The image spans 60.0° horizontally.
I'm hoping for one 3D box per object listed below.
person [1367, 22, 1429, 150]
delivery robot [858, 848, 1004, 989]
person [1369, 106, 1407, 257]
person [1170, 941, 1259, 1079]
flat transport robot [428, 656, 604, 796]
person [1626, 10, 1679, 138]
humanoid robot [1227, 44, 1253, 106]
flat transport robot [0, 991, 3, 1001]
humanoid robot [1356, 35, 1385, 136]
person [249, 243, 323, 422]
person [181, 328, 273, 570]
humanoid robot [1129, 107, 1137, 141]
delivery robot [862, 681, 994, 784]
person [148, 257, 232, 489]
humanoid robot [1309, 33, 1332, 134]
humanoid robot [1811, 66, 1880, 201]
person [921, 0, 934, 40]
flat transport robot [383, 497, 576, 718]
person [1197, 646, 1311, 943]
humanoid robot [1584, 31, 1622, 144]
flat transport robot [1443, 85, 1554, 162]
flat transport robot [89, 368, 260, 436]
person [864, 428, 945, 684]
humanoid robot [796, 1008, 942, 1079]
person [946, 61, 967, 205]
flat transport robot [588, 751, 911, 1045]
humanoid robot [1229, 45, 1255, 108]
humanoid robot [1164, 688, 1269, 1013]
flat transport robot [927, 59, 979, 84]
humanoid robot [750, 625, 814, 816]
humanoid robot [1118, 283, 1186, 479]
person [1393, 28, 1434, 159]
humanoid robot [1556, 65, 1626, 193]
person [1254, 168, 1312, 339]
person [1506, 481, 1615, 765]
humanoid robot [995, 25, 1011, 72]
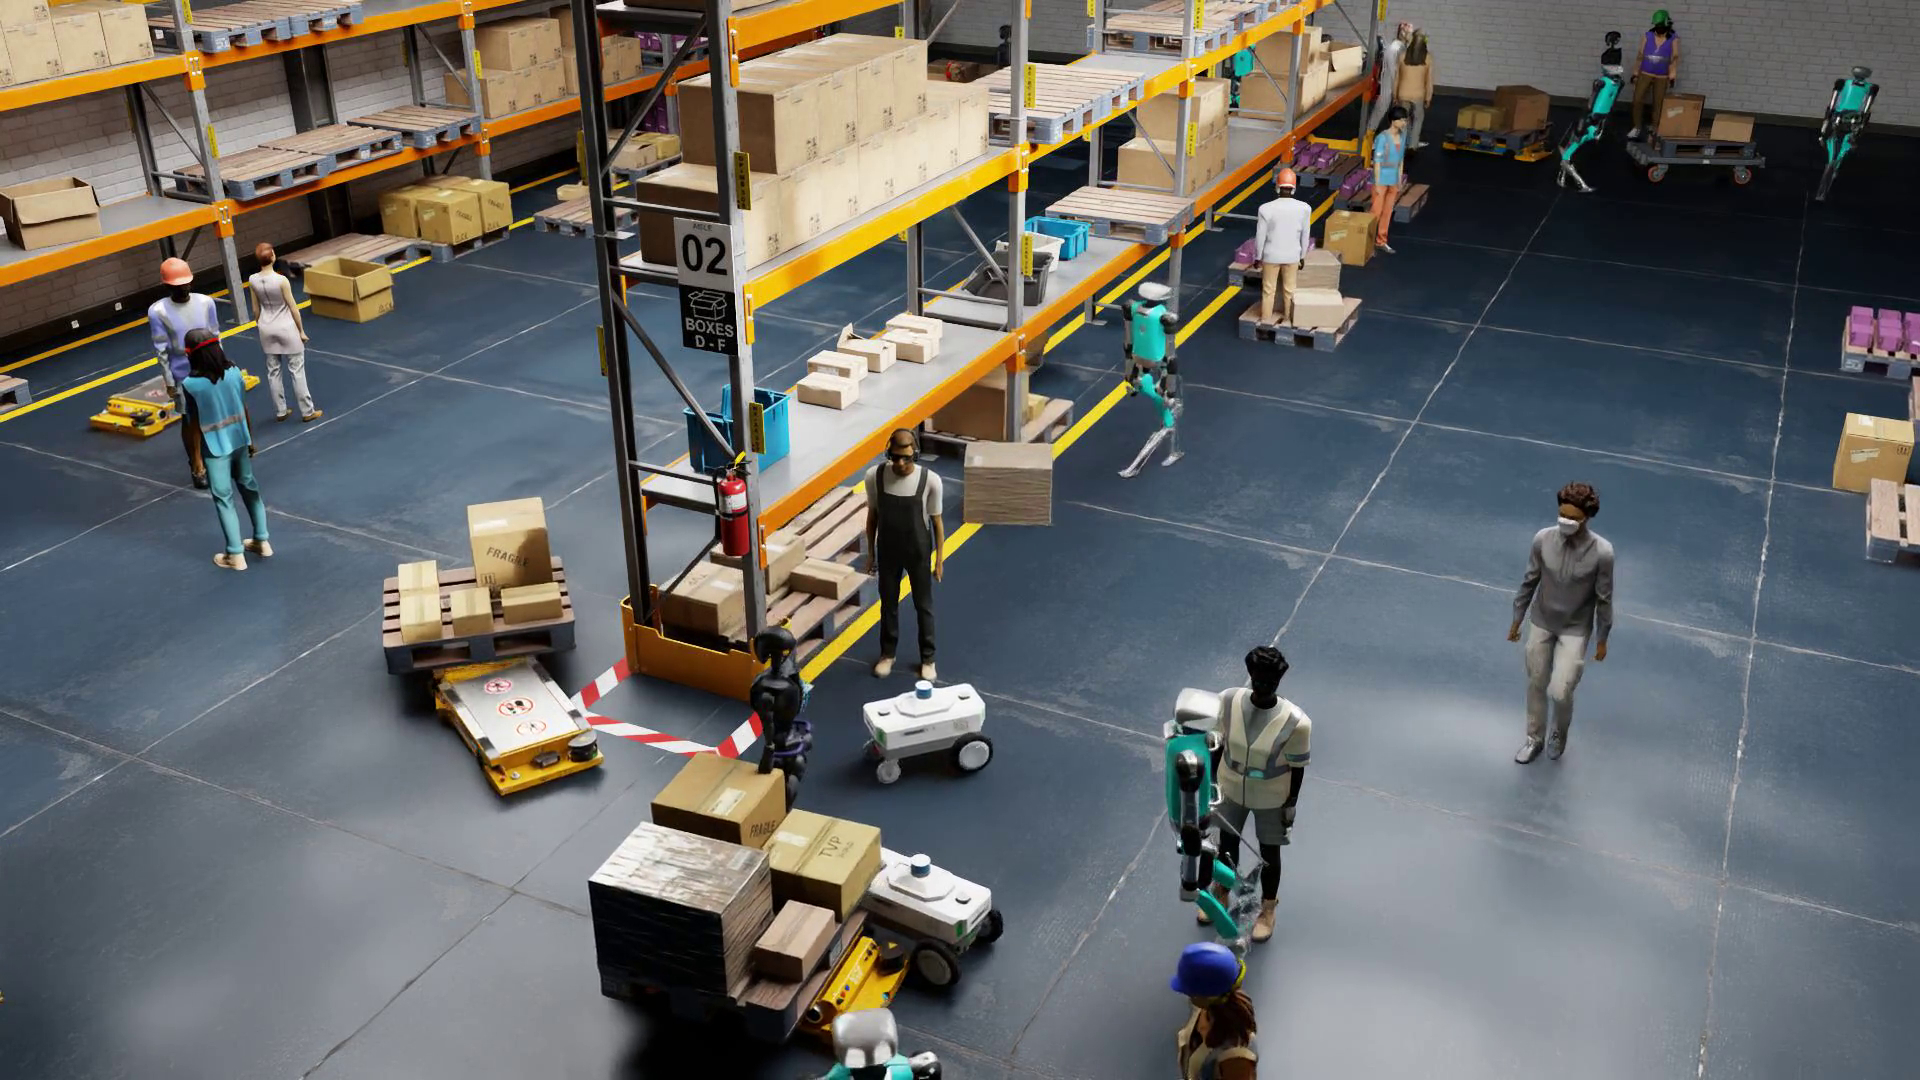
[{"bbox_3d":[6.428,-6.624,24.377,0.979,1.849,0.633,18,31,32],"label":"person"},{"bbox_3d":[-0.184,1.914,8.612,0.818,0.614,0.499,16,30,28],"label":"delivery robot"},{"bbox_3d":[5.050,-4.246,19.677,0.506,1.757,0.328,-15,30,-28],"label":"person"},{"bbox_3d":[0.981,2.283,6.488,0.382,1.752,0.529,-4,27,-9],"label":"person"},{"bbox_3d":[-2.834,1.115,10.525,0.659,0.231,1.431,-16,30,-29],"label":"flat transport robot"},{"bbox_3d":[10.497,-7.021,25.124,0.676,1.891,0.583,12,29,22],"label":"person"},{"bbox_3d":[4.031,-6.810,24.932,0.653,1.842,0.543,2,26,4],"label":"humanoid robot"},{"bbox_3d":[-5.485,2.094,8.548,0.659,0.231,1.431,-22,34,-37],"label":"flat transport robot"},{"bbox_3d":[6.029,-6.595,24.510,0.332,1.648,0.611,22,34,37],"label":"humanoid robot"},{"bbox_3d":[-6.103,-1.860,14.964,0.438,1.662,0.285,3,27,6],"label":"person"},{"bbox_3d":[-5.463,-0.672,12.347,0.391,1.861,0.503,14,30,26],"label":"person"},{"bbox_3d":[2.580,-5.554,22.447,0.693,1.635,0.608,-19,32,-33],"label":"humanoid robot"},{"bbox_3d":[-0.206,1.139,10.159,0.801,0.597,0.499,-10,28,-19],"label":"delivery robot"},{"bbox_3d":[-6.292,-1.386,13.698,0.542,1.939,0.363,-24,35,-39],"label":"person"},{"bbox_3d":[5.277,-6.672,24.668,0.337,1.646,0.589,5,27,10],"label":"humanoid robot"},{"bbox_3d":[11.555,-5.211,21.663,0.591,1.743,0.950,7,27,15],"label":"humanoid robot"},{"bbox_3d":[-0.752,-9.379,30.001,0.594,1.807,0.526,18,32,32],"label":"person"},{"bbox_3d":[-3.238,0.732,11.300,0.659,0.231,1.431,-8,27,-15],"label":"flat transport robot"},{"bbox_3d":[1.509,1.292,8.553,0.535,1.699,0.318,15,30,27],"label":"person"},{"bbox_3d":[9.660,-6.763,24.859,0.506,1.639,0.590,4,27,8],"label":"humanoid robot"},{"bbox_3d":[7.941,-5.821,24.537,1.431,0.231,0.659,21,33,36],"label":"flat transport robot"},{"bbox_3d":[-7.294,-1.339,15.482,0.659,0.231,1.431,10,28,19],"label":"flat transport robot"},{"bbox_3d":[-0.355,0.103,10.819,0.517,1.833,0.363,6,27,11],"label":"person"},{"bbox_3d":[-0.398,2.373,6.368,0.538,1.805,0.792,-8,28,-16],"label":"humanoid robot"},{"bbox_3d":[-0.129,-5.335,21.783,0.374,1.839,0.567,13,29,24],"label":"person"},{"bbox_3d":[-1.030,2.143,8.450,1.431,0.231,0.659,9,28,18],"label":"flat transport robot"},{"bbox_3d":[4.264,-6.536,24.398,0.540,1.830,0.730,20,33,35],"label":"humanoid robot"},{"bbox_3d":[1.285,1.528,8.049,0.674,1.802,0.554,2,26,3],"label":"humanoid robot"},{"bbox_3d":[-0.304,-6.619,26.149,1.431,0.231,0.659,12,29,23],"label":"flat transport robot"},{"bbox_3d":[-0.974,1.177,8.819,0.354,1.652,0.601,3,27,7],"label":"humanoid robot"},{"bbox_3d":[1.733,-1.360,13.907,0.965,1.749,0.538,-24,35,-39],"label":"humanoid robot"},{"bbox_3d":[6.497,-6.400,23.906,0.578,1.860,0.460,10,28,19],"label":"person"},{"bbox_3d":[8.316,-5.532,22.287,0.586,1.727,0.904,-15,30,-28],"label":"humanoid robot"},{"bbox_3d":[3.277,-2.920,17.001,0.559,1.751,0.324,-1,26,-2],"label":"person"},{"bbox_3d":[3.572,0.514,9.920,0.580,1.879,0.472,21,33,36],"label":"person"},{"bbox_3d":[0.732,-6.980,25.312,0.623,1.643,0.606,14,29,25],"label":"humanoid robot"}]
